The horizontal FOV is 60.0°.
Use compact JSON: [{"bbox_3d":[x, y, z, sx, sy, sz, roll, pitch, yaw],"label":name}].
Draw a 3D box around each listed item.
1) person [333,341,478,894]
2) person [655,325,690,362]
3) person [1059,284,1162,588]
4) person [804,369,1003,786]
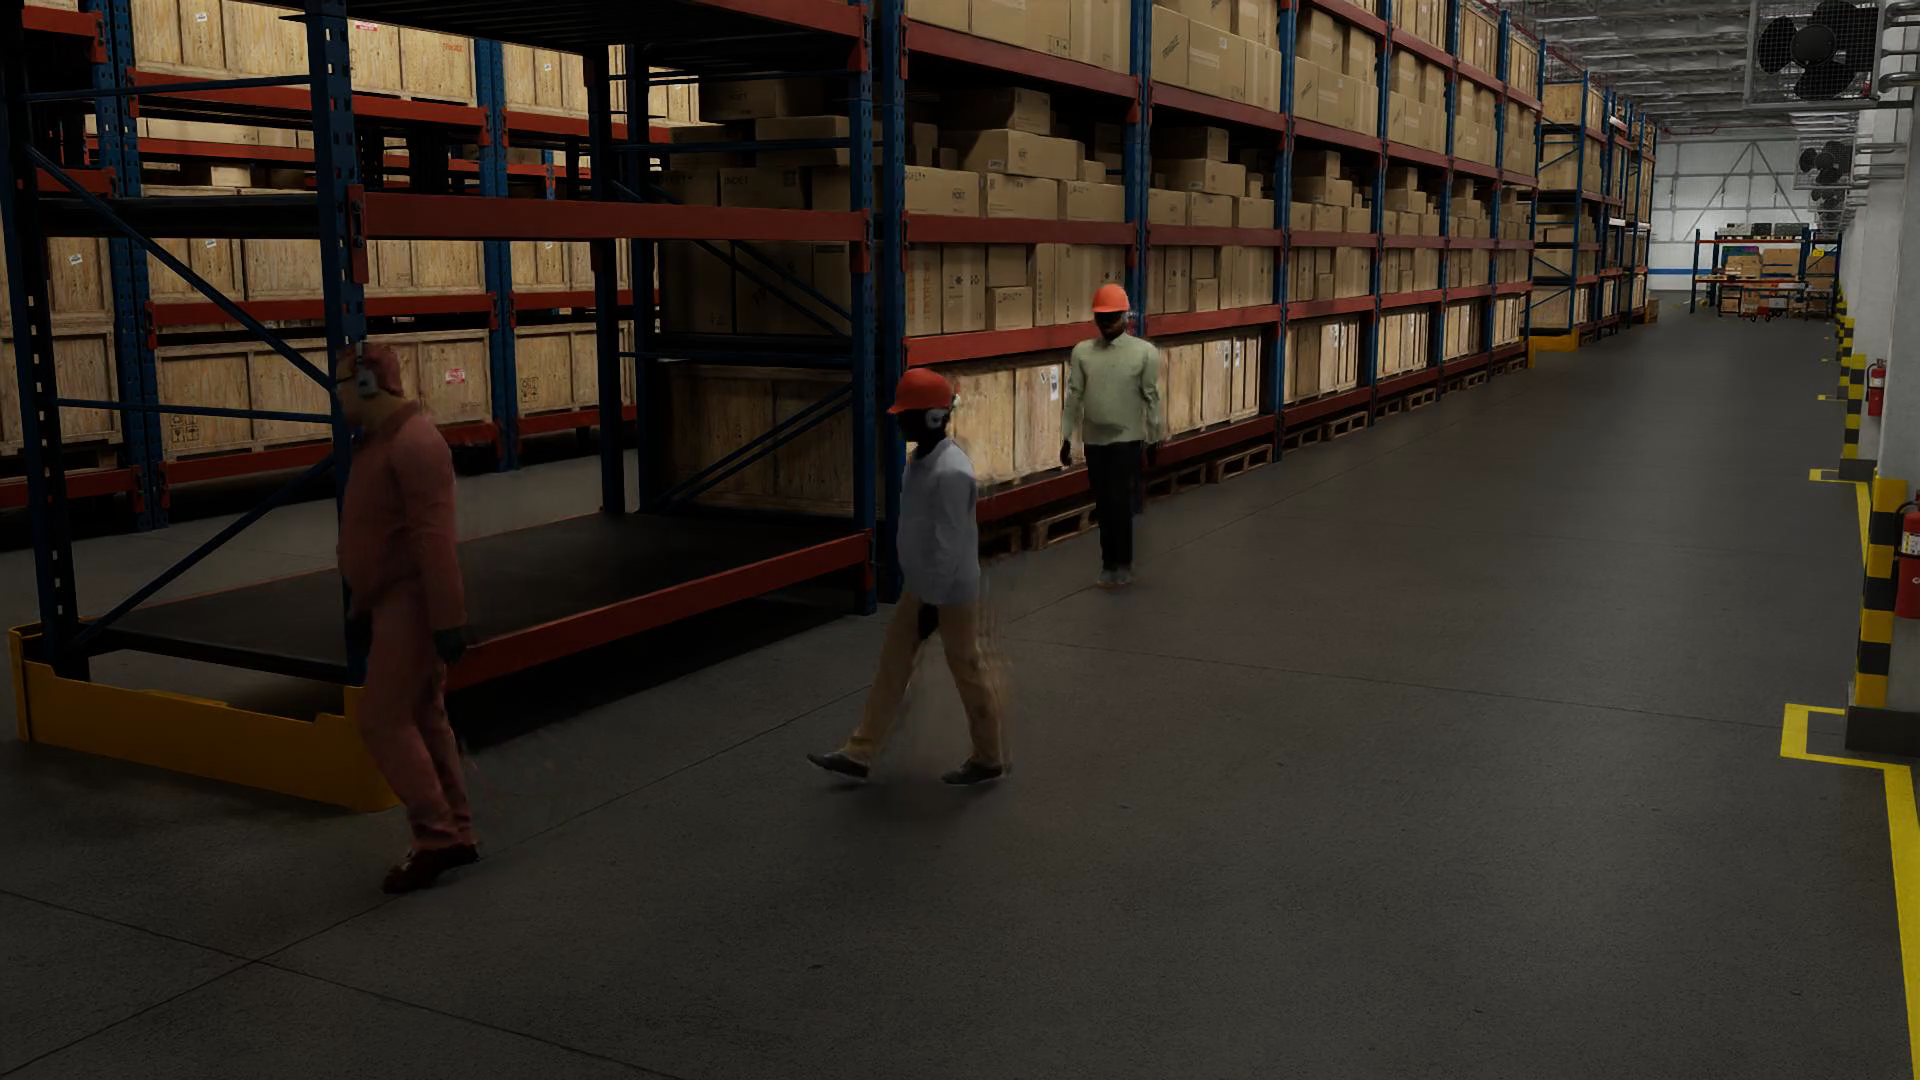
[{"bbox_3d":[-1.972,0.256,5.790,0.534,1.872,0.673,-6,11,-30],"label":"person"},{"bbox_3d":[-2.606,-1.361,15.302,0.572,1.812,0.917,4,11,22],"label":"person"},{"bbox_3d":[0.948,-0.655,10.745,0.634,1.972,0.516,6,11,31],"label":"person"},{"bbox_3d":[-0.194,0.179,6.668,0.858,1.708,0.595,-4,11,-21],"label":"person"}]
